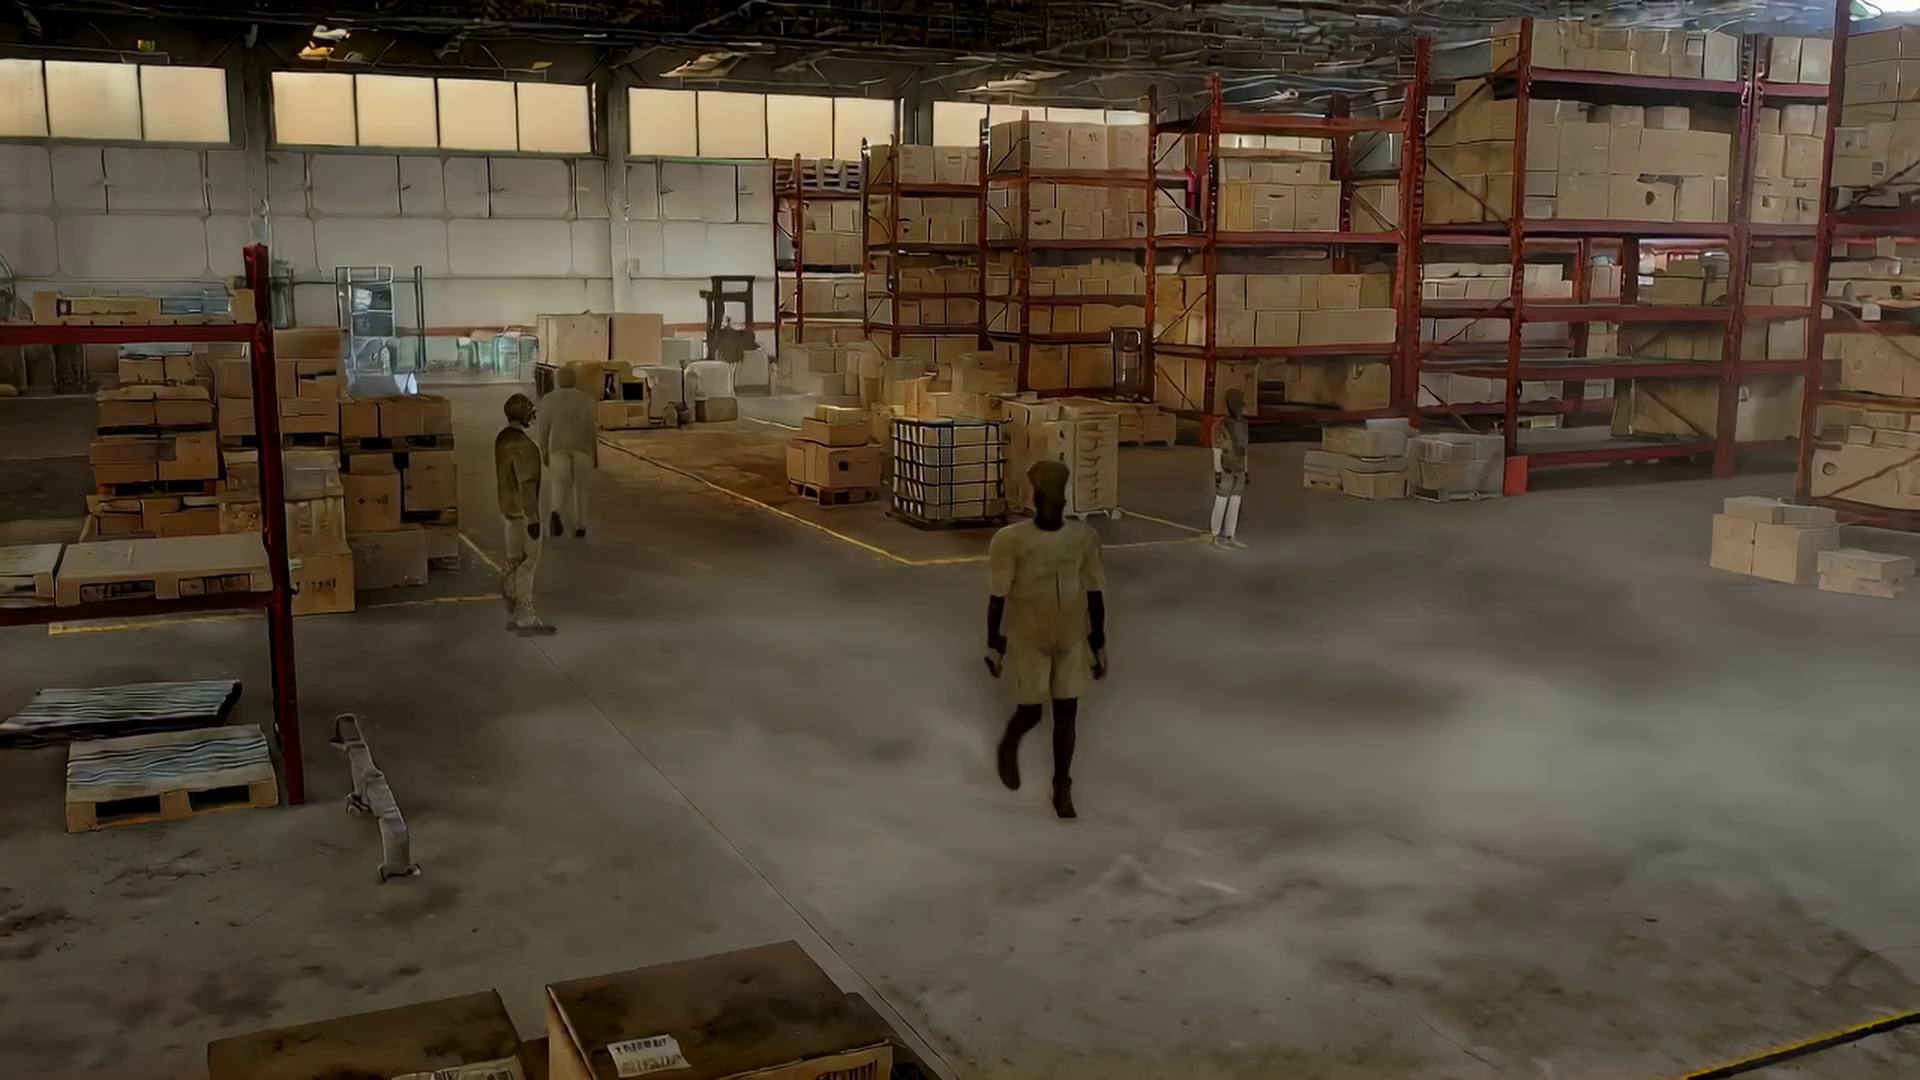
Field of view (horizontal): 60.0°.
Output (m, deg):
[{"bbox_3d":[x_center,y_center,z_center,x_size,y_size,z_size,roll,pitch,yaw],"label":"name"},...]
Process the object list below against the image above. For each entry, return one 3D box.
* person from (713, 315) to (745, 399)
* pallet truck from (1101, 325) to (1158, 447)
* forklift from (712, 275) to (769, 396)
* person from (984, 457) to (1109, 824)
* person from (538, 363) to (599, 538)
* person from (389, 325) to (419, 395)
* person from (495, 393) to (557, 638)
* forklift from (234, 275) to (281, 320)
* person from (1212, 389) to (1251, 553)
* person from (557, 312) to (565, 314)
[{"bbox_3d":[-5.154,-4.008,36.859,0.636,1.941,1.009,-7,11,-36],"label":"person"},{"bbox_3d":[2.881,-2.596,27.923,0.823,1.965,1.885,-1,9,-7],"label":"pallet truck"},{"bbox_3d":[-5.221,-4.744,38.523,1.129,2.768,1.873,-4,10,-25],"label":"forklift"},{"bbox_3d":[0.442,0.509,8.827,0.637,1.942,0.568,-3,10,-16],"label":"person"},{"bbox_3d":[-4.218,-0.945,17.921,0.633,1.922,0.640,1,9,3],"label":"person"},{"bbox_3d":[-11.070,-3.352,33.096,0.634,1.841,0.429,-9,13,-43],"label":"person"},{"bbox_3d":[-3.477,-0.196,13.215,0.359,1.939,0.635,-6,11,-31],"label":"person"},{"bbox_3d":[-15.632,-4.532,37.205,1.129,2.768,1.873,-4,10,-25],"label":"forklift"},{"bbox_3d":[2.811,-0.718,17.202,0.540,1.695,0.316,-8,12,-41],"label":"person"},{"bbox_3d":[-9.649,-4.544,40.243,0.385,1.930,0.540,-1,9,-4],"label":"person"}]
